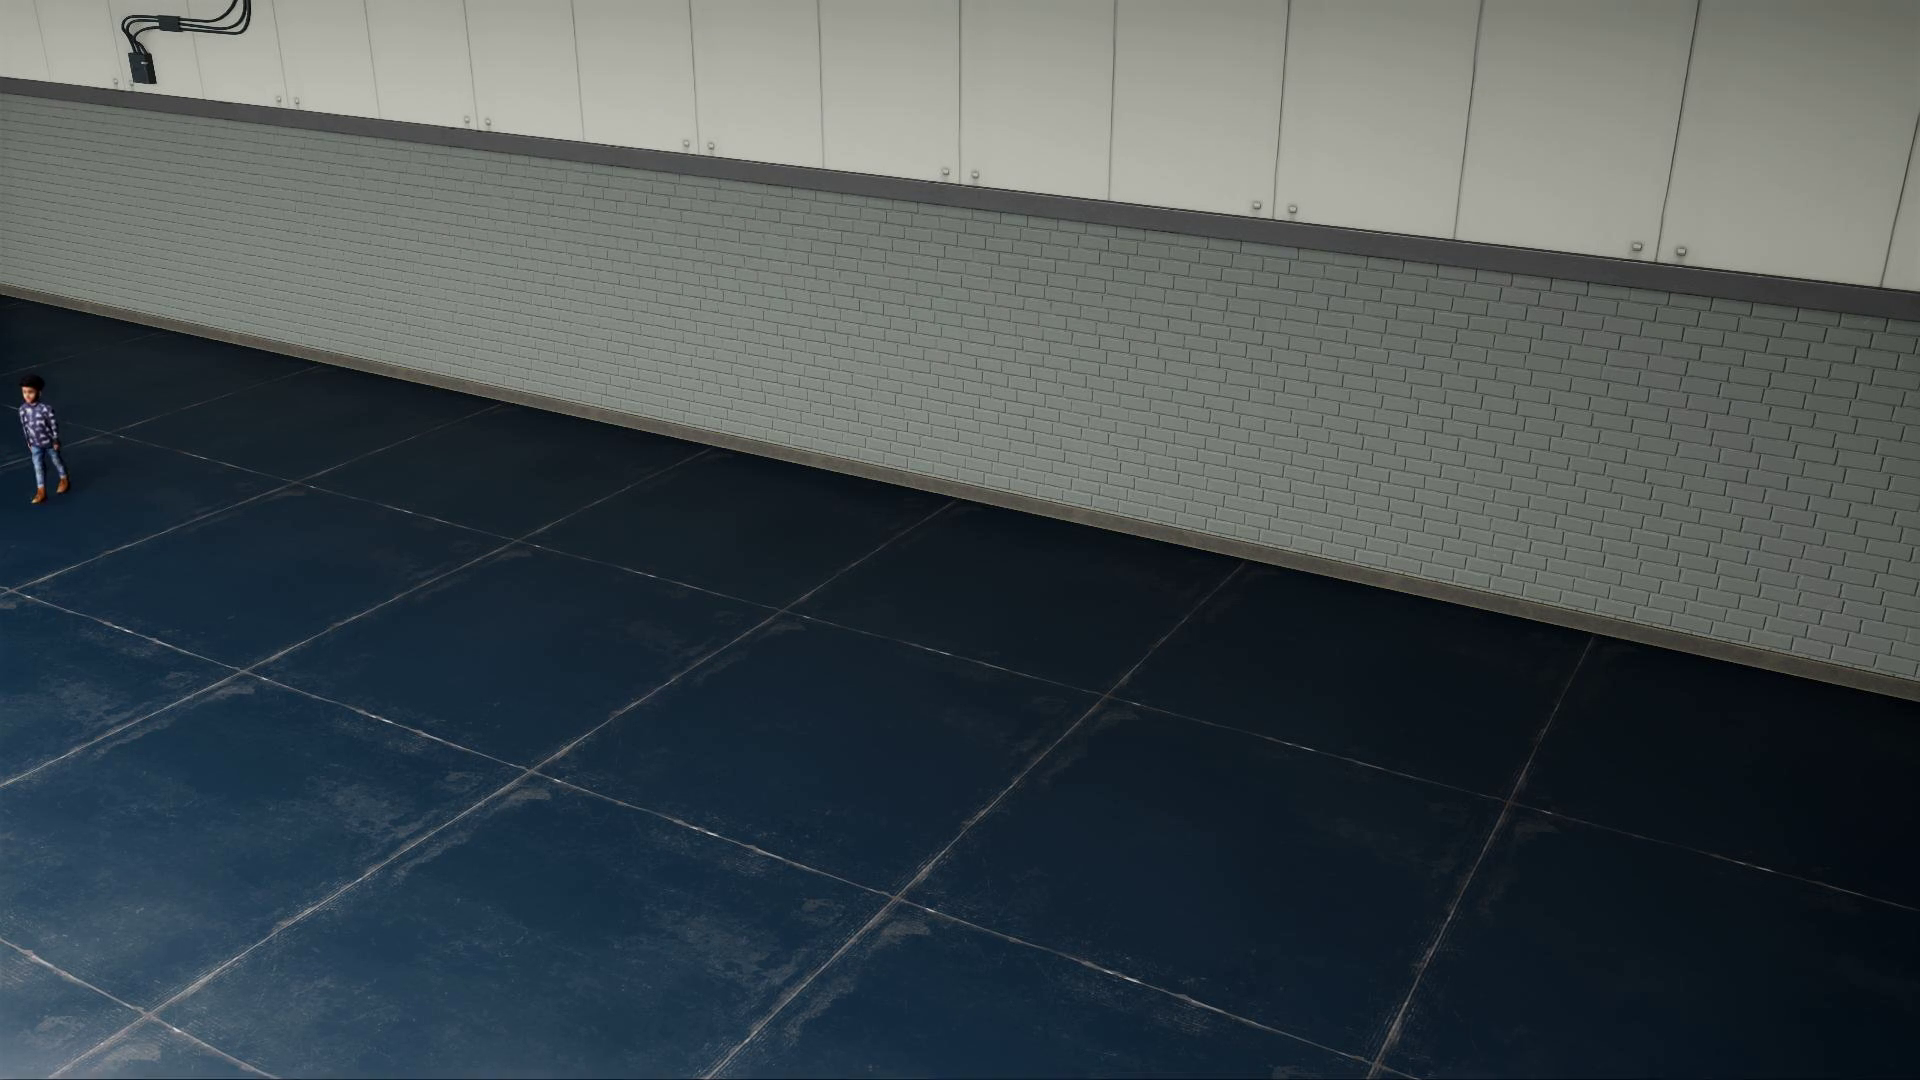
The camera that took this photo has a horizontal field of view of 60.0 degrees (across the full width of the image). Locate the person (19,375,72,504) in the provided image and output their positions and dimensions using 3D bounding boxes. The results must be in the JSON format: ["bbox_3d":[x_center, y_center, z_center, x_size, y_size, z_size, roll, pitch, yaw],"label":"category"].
[{"bbox_3d":[-8.867,-0.999,16.143,0.767,1.224,0.904,-1,23,-3],"label":"person"}]
